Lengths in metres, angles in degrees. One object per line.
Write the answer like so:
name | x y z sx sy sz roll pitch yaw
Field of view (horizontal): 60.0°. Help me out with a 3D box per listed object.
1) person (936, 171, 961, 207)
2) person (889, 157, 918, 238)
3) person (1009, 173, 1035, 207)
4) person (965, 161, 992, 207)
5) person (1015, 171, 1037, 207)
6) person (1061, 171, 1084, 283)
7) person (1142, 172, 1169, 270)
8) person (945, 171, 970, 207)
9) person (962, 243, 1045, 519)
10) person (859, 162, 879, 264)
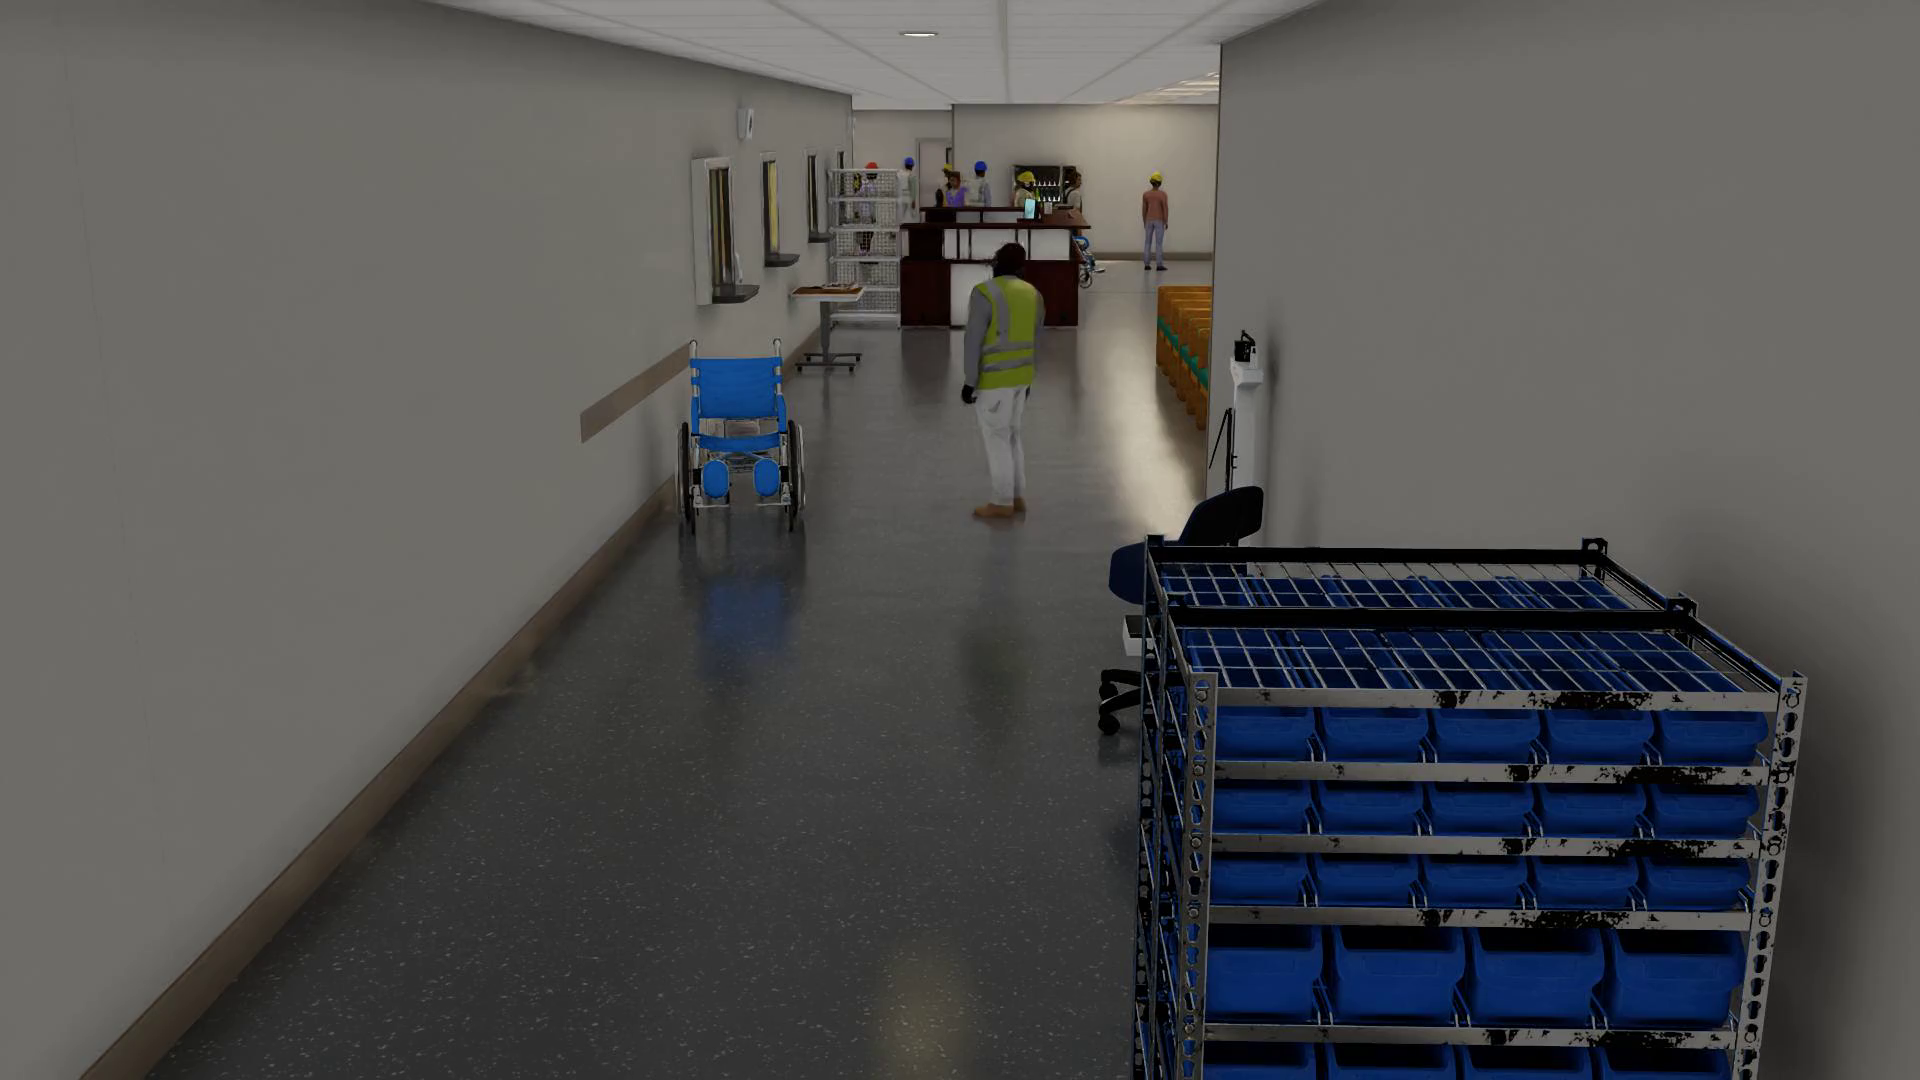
person | -0.169 -5.886 30.625 0.629 1.805 0.901 -8 16 -30
person | -1.299 -7.949 38.779 0.619 1.915 0.906 12 18 41
person | 1.137 -5.873 30.648 0.546 1.747 0.603 6 15 24
person | 0.365 -6.226 31.685 0.605 1.948 0.404 12 18 41
person | 1.135 -5.389 28.533 0.404 1.828 0.603 -2 14 -8
person | 1.883 -5.254 27.958 0.351 1.842 0.507 -7 16 -27
person | 3.571 -5.814 30.388 0.525 1.772 0.309 10 17 34
person | -0.079 -5.481 28.920 0.502 1.819 0.604 -10 17 -36
person | 0.271 -1.031 10.921 0.433 1.814 0.660 11 18 38
person | -1.712 -6.239 31.796 0.404 1.928 0.545 -5 15 -20
